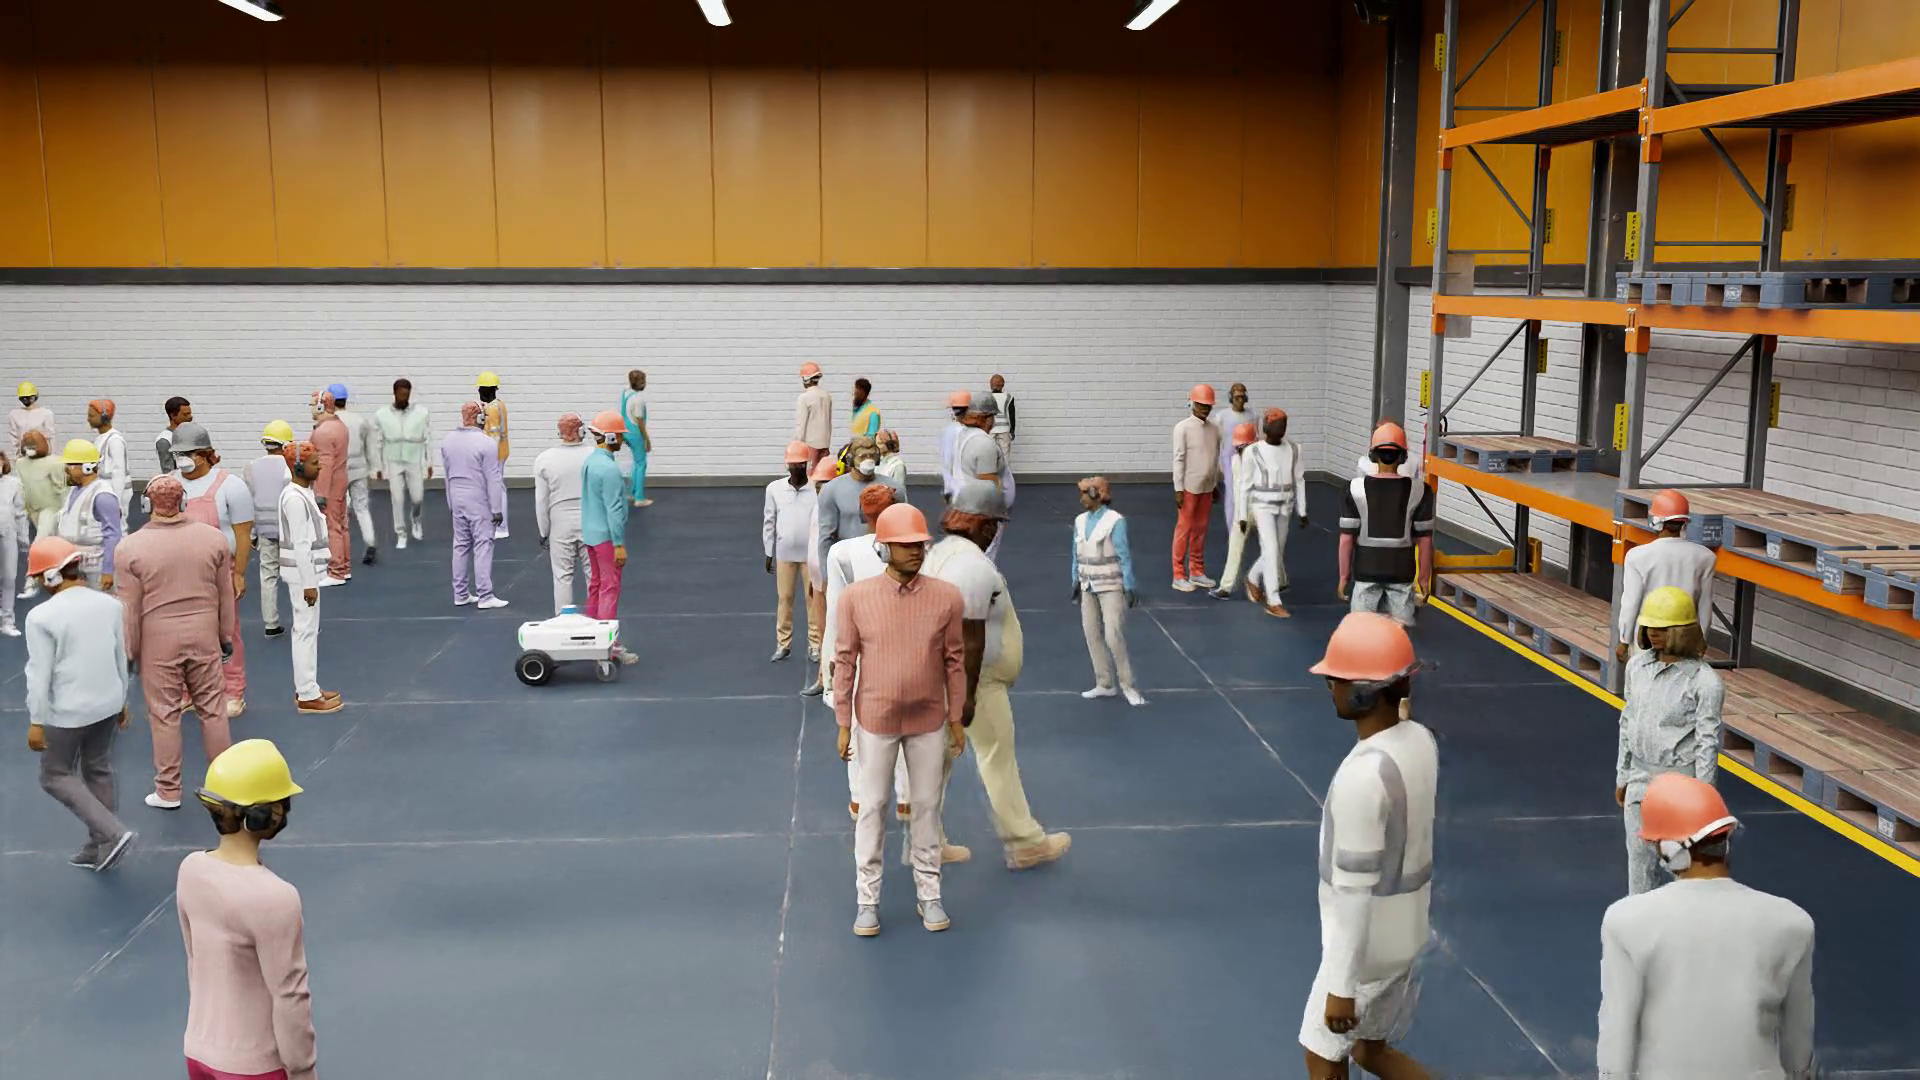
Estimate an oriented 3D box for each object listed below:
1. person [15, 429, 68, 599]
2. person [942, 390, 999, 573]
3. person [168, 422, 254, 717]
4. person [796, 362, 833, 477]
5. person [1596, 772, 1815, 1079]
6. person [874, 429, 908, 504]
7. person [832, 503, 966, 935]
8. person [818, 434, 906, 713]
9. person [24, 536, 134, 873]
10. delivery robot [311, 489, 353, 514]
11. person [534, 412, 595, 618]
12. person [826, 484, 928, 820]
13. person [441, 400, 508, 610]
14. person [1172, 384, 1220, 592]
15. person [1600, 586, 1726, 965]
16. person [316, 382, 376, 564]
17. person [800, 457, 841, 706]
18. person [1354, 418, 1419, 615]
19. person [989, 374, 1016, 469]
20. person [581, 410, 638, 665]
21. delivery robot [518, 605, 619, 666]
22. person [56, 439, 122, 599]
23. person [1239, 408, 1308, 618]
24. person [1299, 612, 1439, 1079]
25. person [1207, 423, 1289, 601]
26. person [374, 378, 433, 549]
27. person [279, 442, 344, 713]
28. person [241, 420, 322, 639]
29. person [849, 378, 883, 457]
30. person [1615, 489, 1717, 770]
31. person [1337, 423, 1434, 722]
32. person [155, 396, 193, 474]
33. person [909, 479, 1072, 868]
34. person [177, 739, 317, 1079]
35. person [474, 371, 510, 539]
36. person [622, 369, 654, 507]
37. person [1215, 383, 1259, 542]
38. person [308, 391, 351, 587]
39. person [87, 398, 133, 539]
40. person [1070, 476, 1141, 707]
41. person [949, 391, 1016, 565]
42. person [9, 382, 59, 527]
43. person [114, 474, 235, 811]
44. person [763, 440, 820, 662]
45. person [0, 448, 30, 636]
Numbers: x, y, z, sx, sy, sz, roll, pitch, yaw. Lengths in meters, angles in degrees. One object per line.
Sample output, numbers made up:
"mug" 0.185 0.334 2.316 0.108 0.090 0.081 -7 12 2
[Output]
"person" -8.695 -0.279 15.835 0.520 1.588 0.837 3 9 16
"person" 0.010 -0.534 16.486 0.737 1.909 0.558 -3 10 -20
"person" -5.202 0.208 11.353 0.684 2.000 0.538 0 9 1
"person" -1.776 -1.155 20.102 0.403 1.986 0.609 6 11 32
"person" 2.014 1.477 4.504 0.574 1.686 0.936 2 9 13
"person" -0.638 -0.206 15.249 0.317 1.630 0.512 -5 10 -29
"person" -0.273 0.818 7.653 0.622 1.996 0.370 -2 9 -11
"person" -0.673 0.232 11.520 0.635 1.938 0.351 -3 10 -20
"person" -4.416 0.837 8.370 0.508 1.723 0.596 3 9 16
"delivery robot" -7.667 -0.468 19.951 0.707 0.478 0.477 -3 10 -16
"person" -3.172 -0.104 13.736 0.643 1.907 0.410 -3 9 -16
"person" -0.444 0.624 9.231 0.584 1.881 0.339 0 9 3
"person" -4.399 -0.322 15.145 0.646 1.901 0.394 5 10 29
"person" 2.289 -0.509 16.003 0.614 1.990 0.392 -8 12 -41
"person" 2.976 1.048 7.049 0.343 1.736 0.484 -5 10 -27
"person" -6.414 -0.694 17.404 0.612 1.923 0.775 -7 11 -37
"person" -0.921 0.282 11.772 0.318 1.756 0.561 -6 11 -34
"person" 3.644 -0.117 14.113 0.582 1.819 0.646 -2 9 -10
"person" 0.521 -1.506 23.372 0.522 1.638 0.310 0 9 0
"person" -2.734 -0.017 12.942 0.407 1.987 0.615 -5 10 -30
"delivery robot" -2.913 0.729 12.421 0.707 0.478 0.477 -1 8 -4
"person" -6.395 0.167 12.258 0.591 1.834 0.404 8 12 40
"person" 2.785 -0.278 15.024 0.577 1.856 0.896 -3 10 -21
"person" 1.310 1.220 5.061 0.777 2.024 0.621 6 11 34
"person" 2.733 -0.263 15.482 0.972 1.672 0.568 -6 11 -33
"person" -6.181 -0.855 18.479 0.624 1.894 0.467 -3 10 -18
"person" -4.525 0.258 11.536 0.355 1.883 0.574 -4 10 -22
"person" -5.628 -0.081 13.821 0.599 1.830 0.403 1 9 5
"person" -1.041 -0.888 18.767 0.412 1.880 0.654 -4 10 -25
"person" 4.216 0.566 9.988 0.573 1.754 0.323 -1 9 -4
"person" 2.859 0.230 11.217 0.615 2.038 0.395 2 9 11
"person" -7.181 -0.365 15.332 0.386 1.918 0.596 -1 9 -6
"person" 0.144 0.660 8.512 0.906 2.000 0.703 -4 10 -22
"person" -1.956 1.421 4.636 0.521 1.758 0.349 6 11 35
"person" -5.366 -0.971 19.111 0.364 1.928 0.586 -2 9 -12
"person" -4.185 -1.328 21.725 0.466 1.812 0.642 -5 11 -31
"person" 3.101 -0.849 18.628 0.548 1.831 0.422 -1 9 -8
"person" -6.175 -0.503 16.235 0.409 1.907 0.651 -1 9 -6
"person" -7.945 -0.384 15.573 0.354 1.882 0.580 -7 12 -39
"person" 1.040 0.360 11.786 0.333 1.612 0.636 -7 11 -36
"person" 0.218 -0.278 14.402 0.539 2.000 0.688 -4 10 -24
"person" -11.100 -1.018 19.939 0.526 1.760 0.346 -1 9 -6
"person" -4.460 0.575 9.465 0.636 1.911 0.406 -8 12 -43
"person" -1.257 0.089 12.982 0.570 1.753 0.336 1 9 5
"person" -8.076 0.007 13.914 0.397 1.618 0.510 5 11 31
